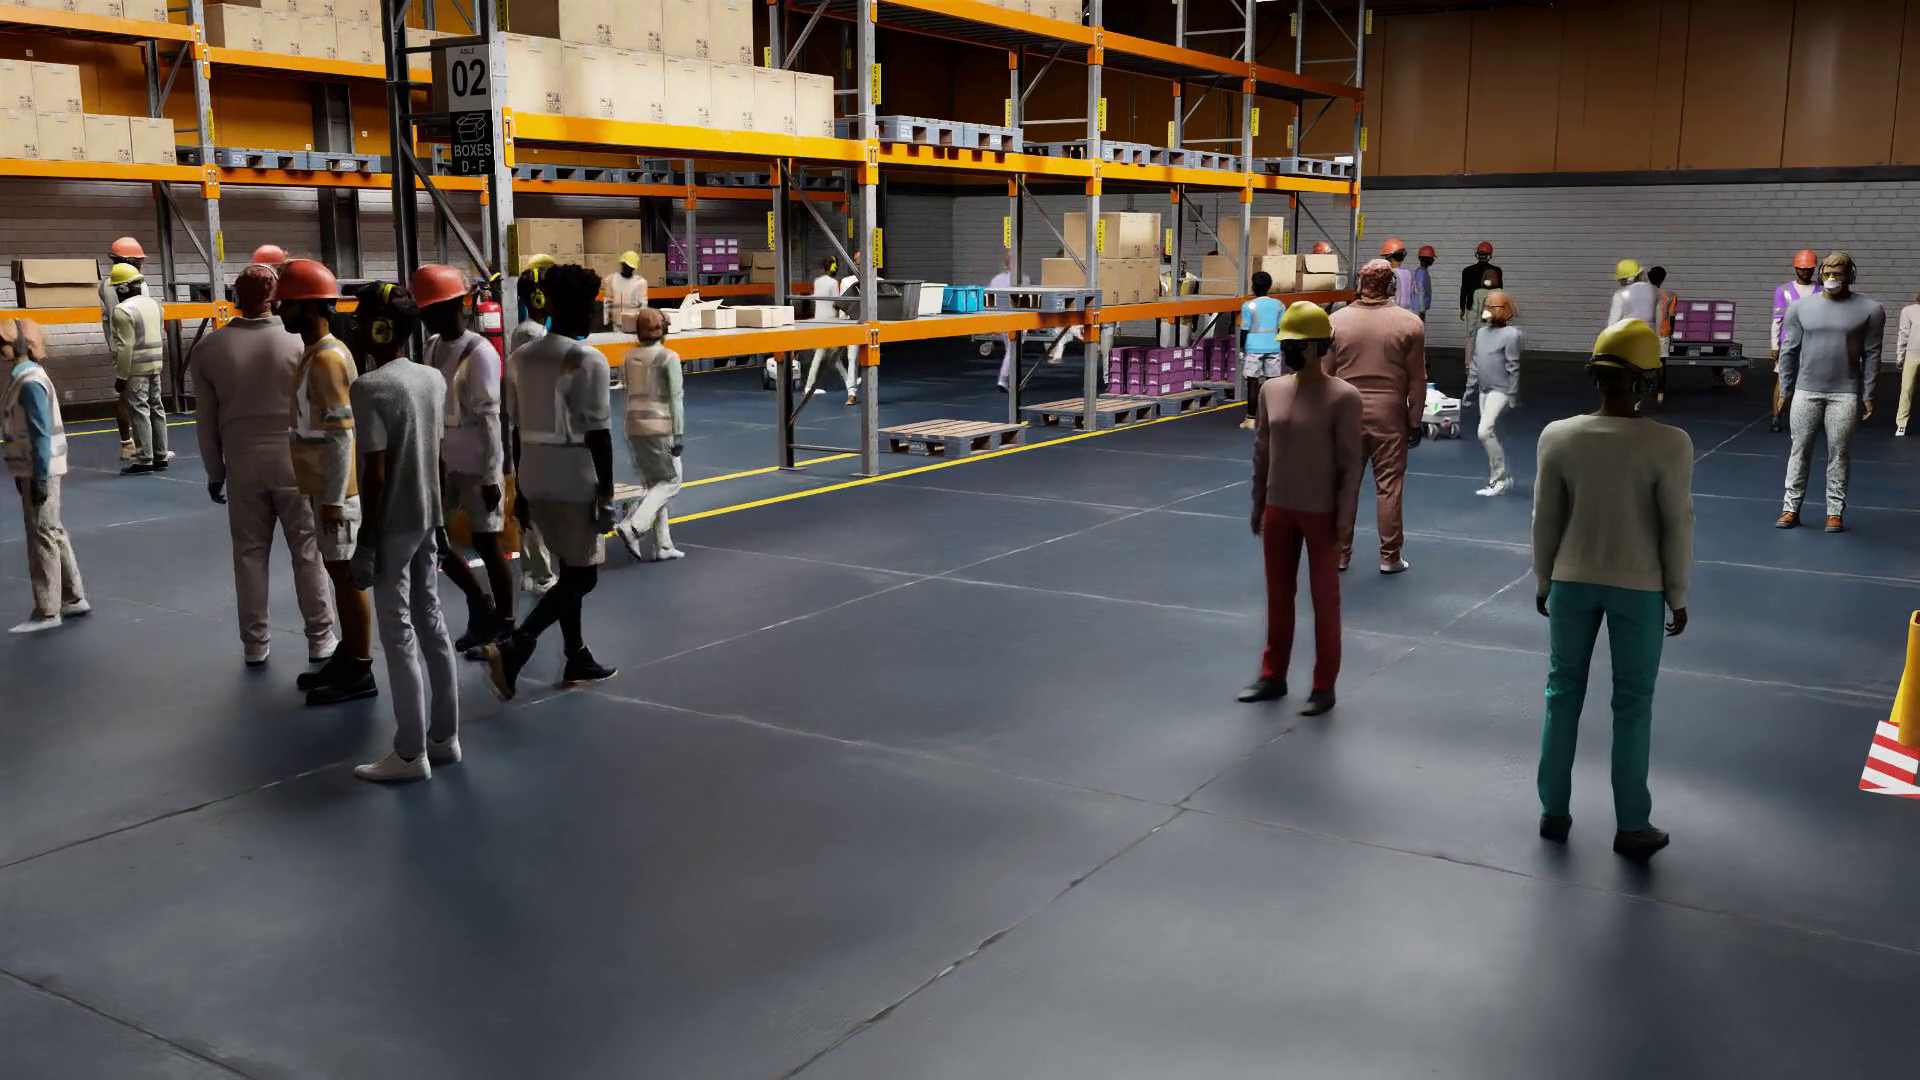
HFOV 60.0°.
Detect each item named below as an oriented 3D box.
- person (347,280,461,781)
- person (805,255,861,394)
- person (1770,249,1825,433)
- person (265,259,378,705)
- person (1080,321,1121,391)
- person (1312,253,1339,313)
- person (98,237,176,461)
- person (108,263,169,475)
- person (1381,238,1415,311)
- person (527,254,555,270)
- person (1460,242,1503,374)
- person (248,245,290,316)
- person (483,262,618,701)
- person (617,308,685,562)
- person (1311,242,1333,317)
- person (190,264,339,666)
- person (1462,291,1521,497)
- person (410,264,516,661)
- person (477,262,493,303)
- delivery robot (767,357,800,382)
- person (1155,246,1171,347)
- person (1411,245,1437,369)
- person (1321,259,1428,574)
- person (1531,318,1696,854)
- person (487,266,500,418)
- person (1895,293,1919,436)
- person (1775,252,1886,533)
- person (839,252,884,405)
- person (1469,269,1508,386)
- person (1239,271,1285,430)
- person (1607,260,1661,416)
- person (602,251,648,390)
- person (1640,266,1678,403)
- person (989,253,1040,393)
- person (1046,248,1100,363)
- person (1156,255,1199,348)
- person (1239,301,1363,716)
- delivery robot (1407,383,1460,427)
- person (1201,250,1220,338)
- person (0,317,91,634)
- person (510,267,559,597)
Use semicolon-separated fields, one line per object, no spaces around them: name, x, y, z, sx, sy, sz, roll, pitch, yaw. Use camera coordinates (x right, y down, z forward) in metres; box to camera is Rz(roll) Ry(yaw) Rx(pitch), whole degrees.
person;-2.113;-0.028;6.251;0.319;1.874;0.532;3;11;17
person;-1.677;-2.850;22.061;0.985;1.808;0.492;-6;12;-31
person;8.793;-2.068;17.418;0.547;1.930;0.407;2;11;13
person;-2.787;-0.248;7.290;0.372;1.939;0.544;-5;11;-24
person;1.888;-2.913;22.378;0.588;1.823;0.403;1;10;5
person;5.766;-3.687;26.503;1.025;1.891;0.656;-7;13;-35
person;-7.557;-1.733;15.229;0.605;2.044;0.374;5;11;25
person;-7.111;-1.470;14.369;0.403;1.826;0.588;1;10;5
person;5.031;-2.478;19.361;0.395;2.040;0.609;9;13;40
person;-3.439;-1.400;13.750;0.608;1.906;0.438;8;13;37
person;7.865;-3.491;25.102;0.623;1.992;0.397;5;11;25
person;-5.682;-1.484;14.004;0.575;1.981;0.642;-6;12;-31
person;-1.793;-0.233;7.250;0.618;1.941;0.784;8;13;37
person;-1.981;-0.644;10.414;0.553;1.602;0.602;7;12;34
person;5.607;-3.620;25.814;0.376;1.996;0.612;5;11;26
person;-3.271;-0.349;7.935;0.638;1.909;0.407;-2;10;-10
person;4.192;-1.142;13.105;0.418;1.622;0.498;-3;11;-14
person;-2.388;-0.358;7.992;0.647;1.907;0.495;9;14;41
person;-5.192;-2.238;18.705;0.947;1.799;0.647;-9;13;-40
delivery robot;-2.378;-2.328;22.386;0.477;0.478;0.707;-3;11;-17
person;3.639;-4.199;29.185;0.553;1.935;0.365;4;11;23
person;7.308;-3.669;26.253;0.377;1.933;0.550;3;11;15
person;2.506;-0.743;10.118;0.642;1.909;0.408;4;11;22
person;2.160;0.155;5.533;0.524;1.769;0.314;9;13;40
person;-5.287;-2.287;19.066;0.321;1.767;0.533;-1;10;-6
person;9.916;-1.865;17.116;0.496;1.629;0.277;5;11;26
person;6.029;-1.020;11.567;0.635;1.937;0.353;7;12;32
person;-1.187;-2.590;20.414;0.583;1.882;0.338;0;10;-2
person;7.256;-2.907;22.868;0.507;1.631;0.266;8;13;39
person;3.214;-2.011;17.741;0.536;1.699;0.319;-4;11;-19
person;7.648;-2.271;18.930;0.659;1.790;0.418;-2;10;-10
person;-4.480;-2.931;22.349;0.674;1.879;0.546;2;10;12
person;8.628;-2.549;20.709;0.535;1.697;0.318;2;10;13
person;0.692;-2.906;22.255;0.634;1.865;0.996;7;12;34
person;1.861;-3.856;27.428;0.871;1.907;0.646;-6;12;-29
person;3.013;-3.046;23.090;0.625;1.836;0.429;0;10;1
person;1.461;-0.133;7.130;0.326;1.767;0.531;-10;14;-44
delivery robot;4.814;-1.374;17.104;0.477;0.478;0.707;-4;11;-21
person;4.261;-3.931;27.958;0.429;1.846;0.629;3;11;16
person;-4.818;-0.338;8.662;0.323;1.646;0.516;-6;12;-32
person;-2.387;-0.613;9.499;0.335;1.873;0.521;-5;11;-24
